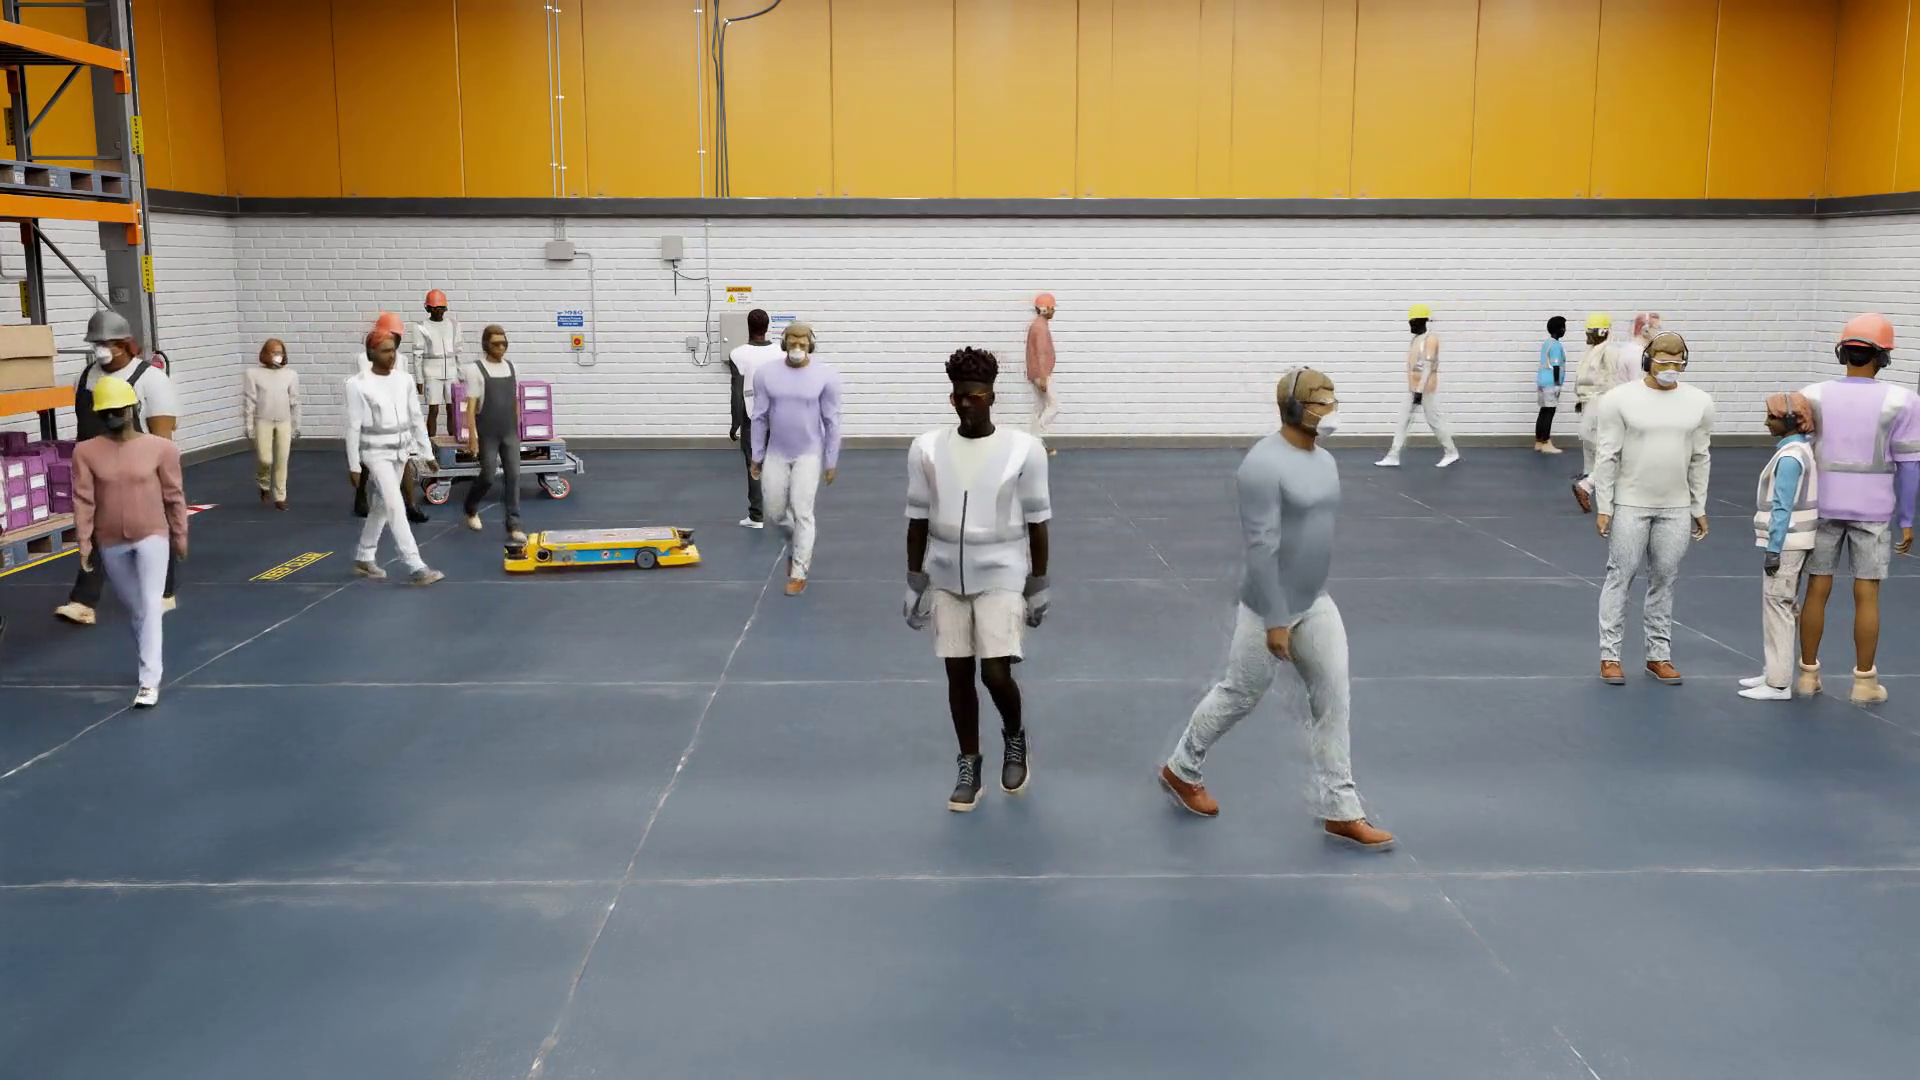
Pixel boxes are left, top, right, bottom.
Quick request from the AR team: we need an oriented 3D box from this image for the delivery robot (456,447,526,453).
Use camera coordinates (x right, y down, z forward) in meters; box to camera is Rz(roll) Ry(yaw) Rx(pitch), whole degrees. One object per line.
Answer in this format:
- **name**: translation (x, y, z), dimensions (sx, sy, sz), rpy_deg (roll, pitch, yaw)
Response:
- **delivery robot**: translation (-5.005, -0.944, 17.754), dimensions (0.707, 0.478, 0.477), rpy_deg (-8, 12, -41)

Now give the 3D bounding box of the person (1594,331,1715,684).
- **person**: translation (3.778, -0.170, 9.084), dimensions (0.627, 1.935, 0.373), rpy_deg (0, 9, 1)

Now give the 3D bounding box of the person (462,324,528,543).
- **person**: translation (-3.907, -0.892, 13.875), dimensions (0.765, 1.822, 0.513), rpy_deg (9, 13, 43)

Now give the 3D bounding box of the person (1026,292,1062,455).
- **person**: translation (1.015, -1.996, 20.114), dimensions (0.435, 1.982, 0.642), rpy_deg (-1, 9, -5)

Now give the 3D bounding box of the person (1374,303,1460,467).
- **person**: translation (5.286, -1.763, 19.001), dimensions (0.969, 1.888, 0.586), rpy_deg (-2, 10, -13)

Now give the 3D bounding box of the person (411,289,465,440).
- **person**: translation (-6.146, -1.942, 19.678), dimensions (0.613, 2.029, 0.408), rpy_deg (-8, 13, -42)

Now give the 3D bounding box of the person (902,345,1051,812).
- **person**: translation (0.059, 0.170, 6.933), dimensions (0.602, 1.952, 0.414), rpy_deg (3, 10, 20)

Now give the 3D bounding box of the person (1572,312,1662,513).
- **person**: translation (6.156, -1.151, 15.282), dimensions (0.845, 1.876, 0.647), rpy_deg (5, 10, 26)

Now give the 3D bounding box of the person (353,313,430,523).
- **person**: translation (-5.198, -1.101, 14.992), dimensions (1.037, 1.886, 0.555), rpy_deg (8, 12, 39)

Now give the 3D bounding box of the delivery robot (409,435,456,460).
- **delivery robot**: translation (-5.659, -0.888, 17.416), dimensions (0.707, 0.478, 0.477), rpy_deg (-5, 10, -26)

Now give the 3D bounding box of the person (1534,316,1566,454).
- **person**: translation (7.267, -1.904, 20.433), dimensions (0.317, 1.695, 0.540), rpy_deg (1, 9, 5)

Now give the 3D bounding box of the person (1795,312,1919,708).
- **person**: translation (4.644, -0.158, 8.674), dimensions (0.615, 2.040, 0.391), rpy_deg (7, 12, 38)

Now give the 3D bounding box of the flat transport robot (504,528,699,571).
- **flat transport robot**: translation (-2.745, 0.059, 12.761), dimensions (1.431, 0.197, 0.652), rpy_deg (-2, 10, -12)

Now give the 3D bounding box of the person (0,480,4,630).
- **person**: translation (-5.525, -0.169, 9.039), dimensions (0.636, 1.960, 0.894), rpy_deg (-2, 10, -14)

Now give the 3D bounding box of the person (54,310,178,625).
- **person**: translation (-5.389, -0.467, 10.577), dimensions (0.709, 2.000, 0.957), rpy_deg (1, 9, 7)

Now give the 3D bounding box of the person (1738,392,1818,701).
- **person**: translation (4.319, 0.036, 8.749), dimensions (0.333, 1.631, 0.515), rpy_deg (6, 11, 31)

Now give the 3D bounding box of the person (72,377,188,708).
- **person**: translation (-4.376, -0.009, 8.781), dimensions (0.522, 1.709, 0.948), rpy_deg (-2, 9, -12)

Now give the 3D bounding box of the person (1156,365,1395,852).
- **person**: translation (1.250, 0.248, 6.645), dimensions (0.997, 1.904, 0.624), rpy_deg (9, 13, 44)

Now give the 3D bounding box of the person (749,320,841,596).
- **person**: translation (-1.138, -0.584, 11.667), dimensions (0.642, 1.917, 0.559), rpy_deg (2, 9, 9)

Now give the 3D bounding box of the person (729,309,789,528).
- **person**: translation (-1.738, -1.059, 14.580), dimensions (0.590, 1.920, 0.398), rpy_deg (-5, 11, -30)

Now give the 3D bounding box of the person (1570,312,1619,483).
- **person**: translation (6.685, -1.490, 17.534), dimensions (0.423, 1.818, 0.596), rpy_deg (1, 9, 4)

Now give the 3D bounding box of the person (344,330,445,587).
- **person**: translation (-4.110, -0.593, 11.986), dimensions (0.986, 1.831, 0.594), rpy_deg (5, 11, 28)

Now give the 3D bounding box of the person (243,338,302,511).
- **person**: translation (-6.439, -1.078, 15.581), dimensions (0.529, 1.618, 0.381), rpy_deg (-8, 12, -40)
